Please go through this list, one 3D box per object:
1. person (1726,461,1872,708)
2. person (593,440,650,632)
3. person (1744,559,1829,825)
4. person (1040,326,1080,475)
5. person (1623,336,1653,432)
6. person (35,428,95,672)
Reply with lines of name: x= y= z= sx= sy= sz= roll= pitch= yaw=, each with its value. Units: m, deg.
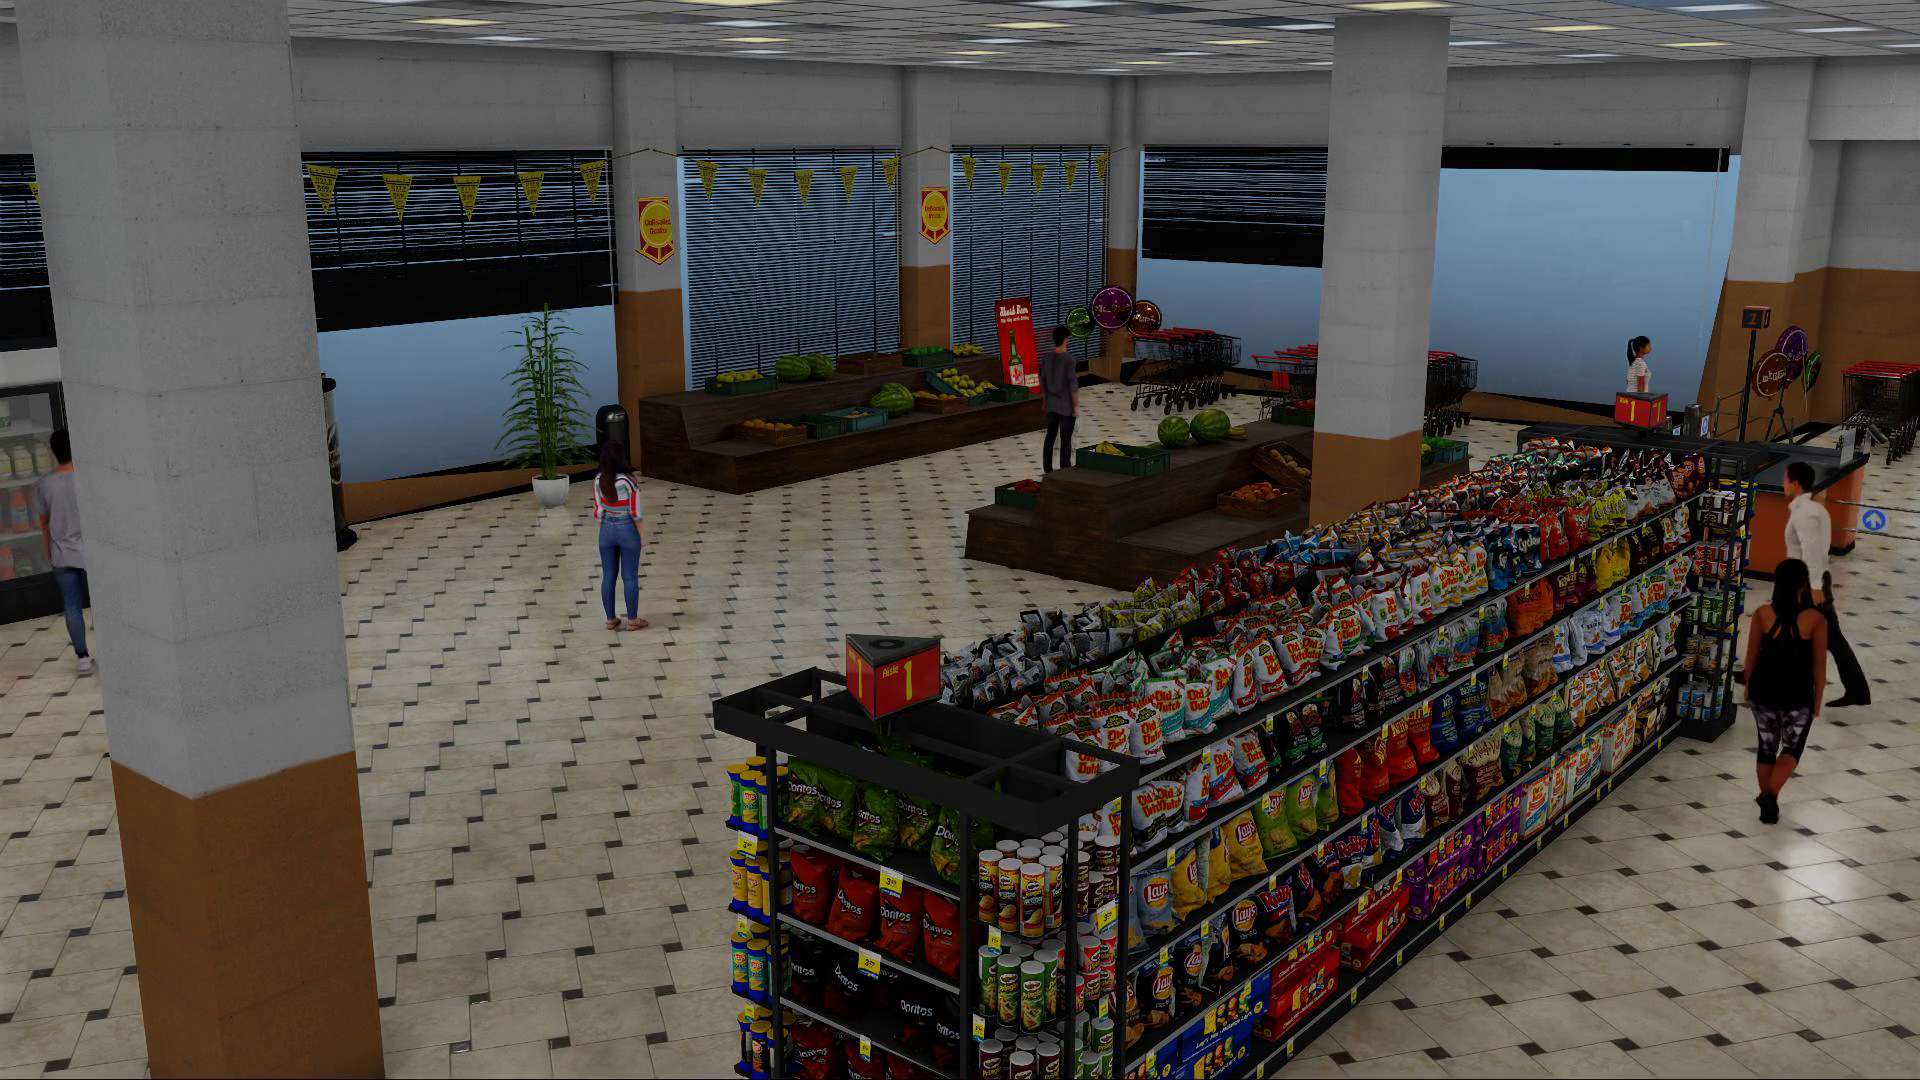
person: x=6.157 y=0.386 z=11.863 sx=0.706 sy=1.729 sz=1.162 roll=10 pitch=17 yaw=35
person: x=-2.848 y=-0.045 z=13.882 sx=0.659 sy=1.614 sz=0.653 roll=4 pitch=14 yaw=14
person: x=4.841 y=0.920 z=9.822 sx=0.605 sy=1.653 sz=0.787 roll=10 pitch=17 yaw=37
person: x=1.194 y=-1.623 z=19.889 sx=0.684 sy=1.851 sz=0.520 roll=12 pitch=18 yaw=41
person: x=8.421 y=-1.725 z=20.745 sx=0.715 sy=1.645 sz=0.625 roll=1 pitch=14 yaw=5
person: x=-6.786 y=0.097 z=12.746 sx=0.795 sy=1.875 sz=0.878 roll=-4 pitch=14 yaw=-16
